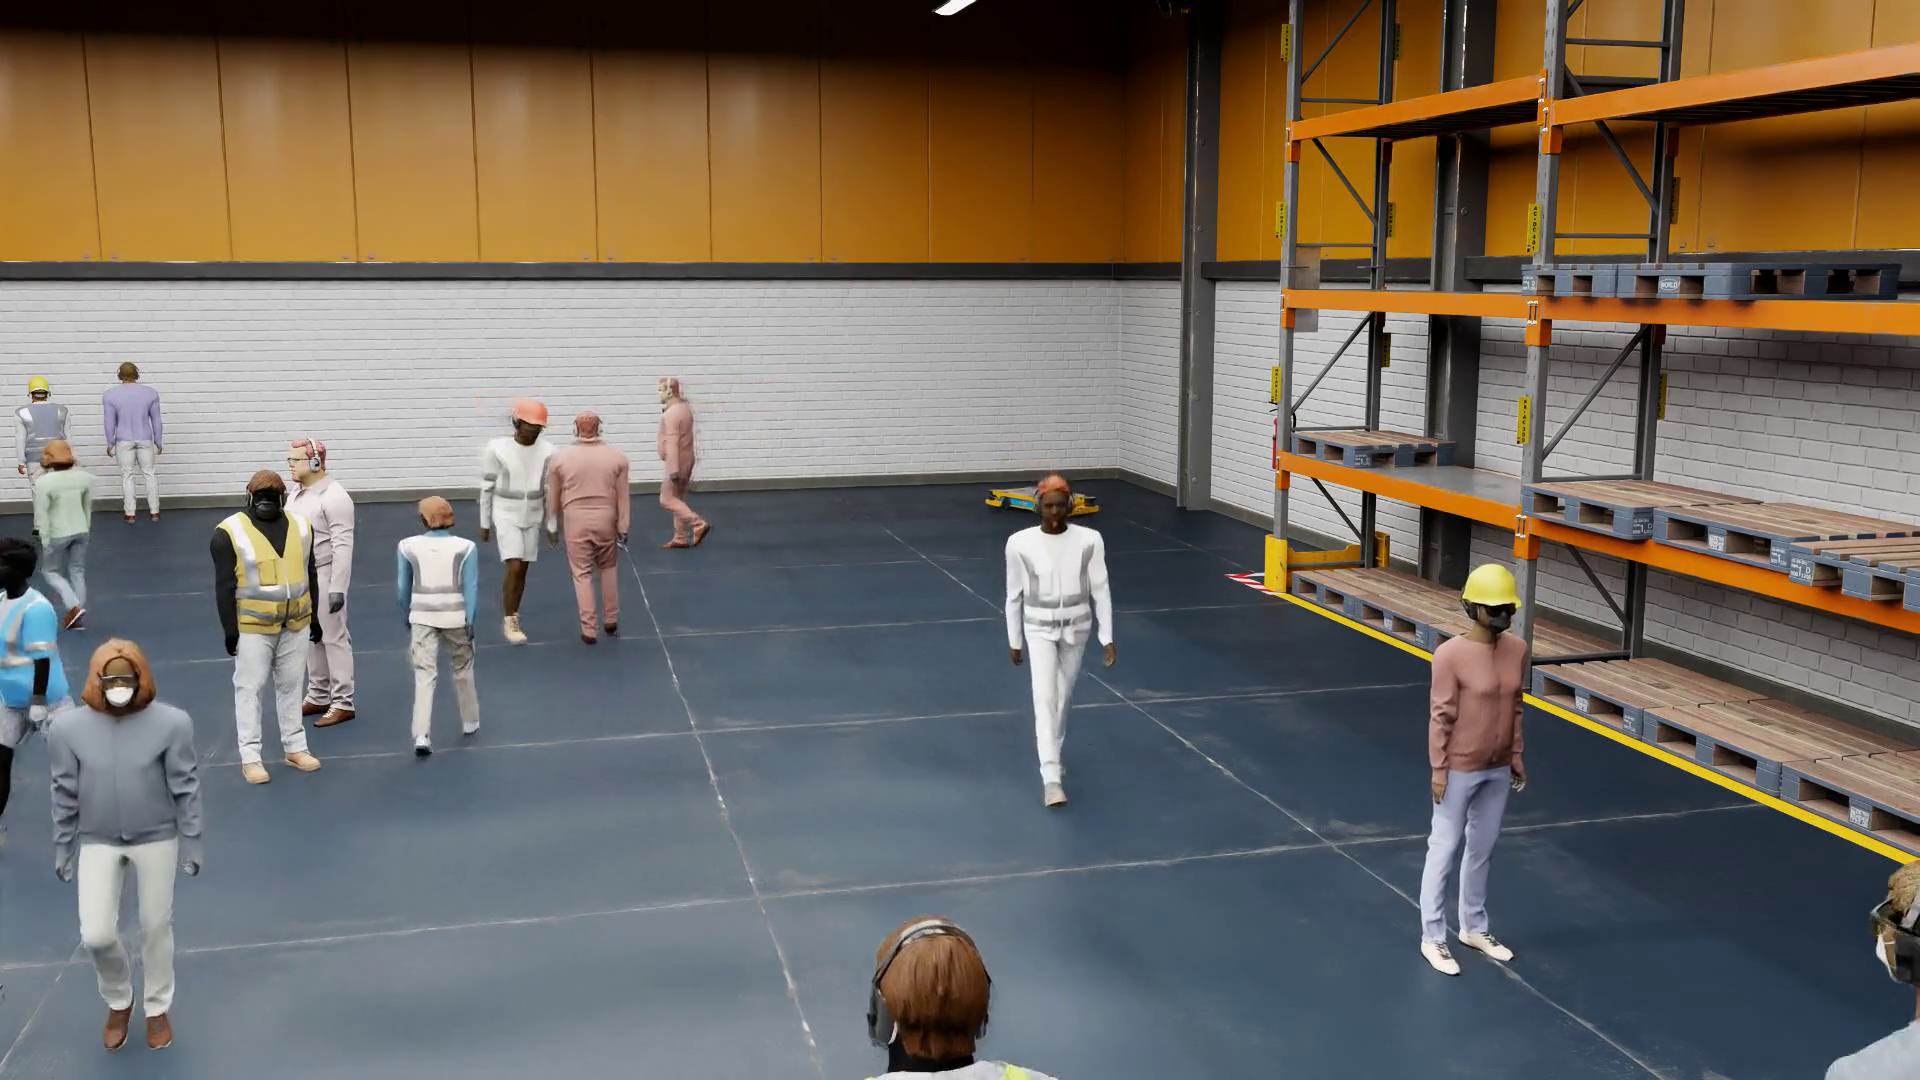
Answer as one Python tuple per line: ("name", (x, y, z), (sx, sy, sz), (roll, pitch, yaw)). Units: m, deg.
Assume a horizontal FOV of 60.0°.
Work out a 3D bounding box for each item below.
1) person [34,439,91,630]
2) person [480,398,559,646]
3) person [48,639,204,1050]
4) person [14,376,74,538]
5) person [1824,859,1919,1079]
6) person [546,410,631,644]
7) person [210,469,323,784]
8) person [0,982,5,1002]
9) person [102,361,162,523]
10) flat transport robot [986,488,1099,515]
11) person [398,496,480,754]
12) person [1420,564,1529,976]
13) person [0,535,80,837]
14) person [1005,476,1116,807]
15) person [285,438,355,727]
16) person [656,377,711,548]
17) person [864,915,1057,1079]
("person", (-7.428, -0.032, 13.840), (0.394, 1.618, 0.505), (5, 10, 29))
("person", (-3.514, -0.148, 13.419), (0.613, 1.987, 0.754), (-6, 11, -33))
("person", (-3.158, 1.168, 6.334), (0.521, 1.616, 0.383), (-4, 10, -21))
("person", (-10.359, -0.938, 18.825), (0.596, 1.832, 0.404), (-9, 12, -43))
("person", (1.854, 1.532, 3.120), (0.642, 1.928, 0.648), (-3, 10, -18))
("person", (-3.042, -0.121, 13.596), (0.657, 1.878, 0.786), (-3, 10, -19))
("person", (-4.068, 0.497, 9.853), (0.430, 1.841, 0.624), (8, 12, 40))
("person", (-4.098, 1.071, 6.409), (0.429, 1.798, 0.831), (-1, 9, -8))
("person", (-9.910, -1.173, 19.962), (0.635, 1.936, 0.354), (-6, 11, -35))
("flat transport robot", (1.024, -0.496, 20.921), (0.652, 0.197, 1.431), (-7, 12, -38))
("person", (-3.277, 0.519, 10.438), (0.509, 1.601, 0.803), (-2, 9, -10))
("person", (2.228, 0.969, 7.126), (0.527, 1.768, 0.331), (-5, 10, -27))
("person", (-4.808, 0.792, 8.595), (0.540, 1.652, 0.857), (6, 11, 34))
("person", (0.563, 0.548, 9.563), (0.594, 1.836, 0.985), (-1, 9, -8))
("person", (-4.275, 0.275, 11.016), (0.639, 1.910, 0.407), (8, 12, 40))
("person", (-3.005, -0.816, 17.916), (0.523, 1.891, 0.644), (1, 9, 5))
("person", (-0.054, 1.591, 3.050), (0.641, 1.829, 0.630), (-4, 10, -22))
